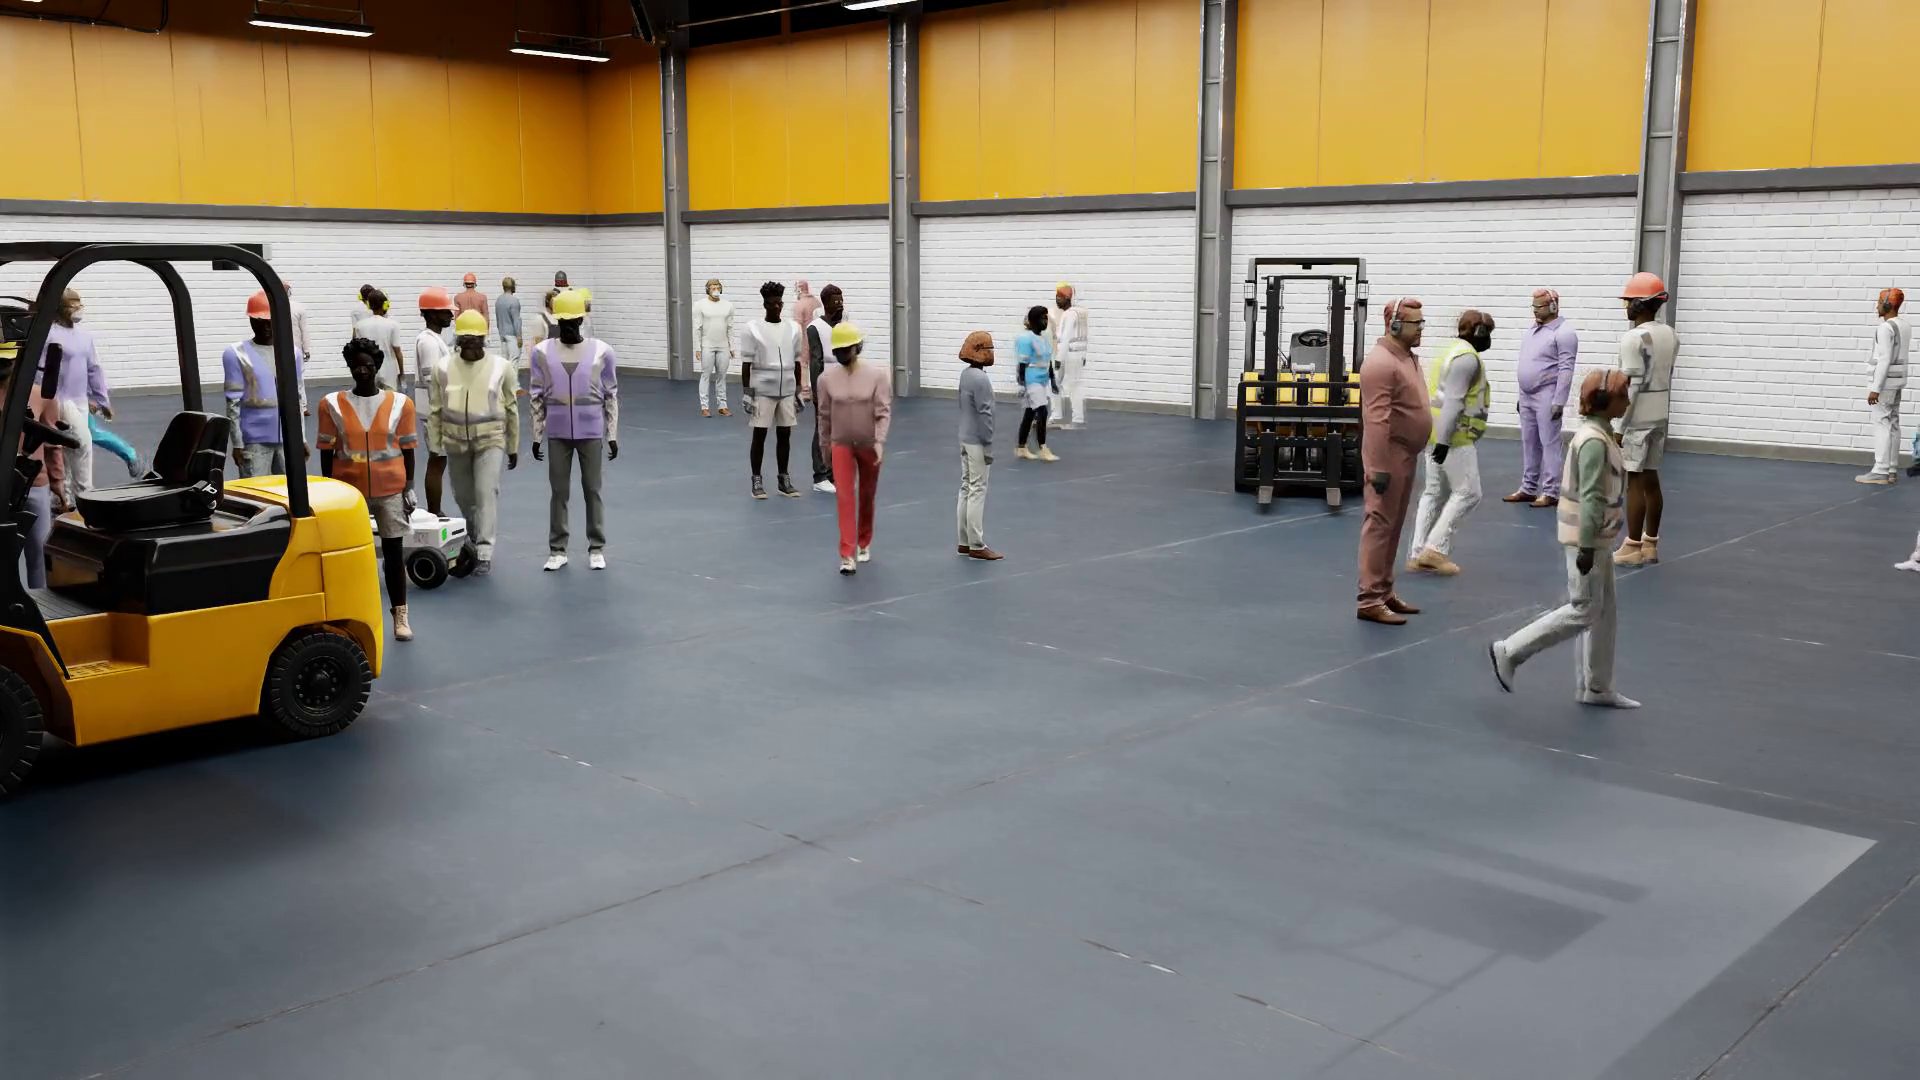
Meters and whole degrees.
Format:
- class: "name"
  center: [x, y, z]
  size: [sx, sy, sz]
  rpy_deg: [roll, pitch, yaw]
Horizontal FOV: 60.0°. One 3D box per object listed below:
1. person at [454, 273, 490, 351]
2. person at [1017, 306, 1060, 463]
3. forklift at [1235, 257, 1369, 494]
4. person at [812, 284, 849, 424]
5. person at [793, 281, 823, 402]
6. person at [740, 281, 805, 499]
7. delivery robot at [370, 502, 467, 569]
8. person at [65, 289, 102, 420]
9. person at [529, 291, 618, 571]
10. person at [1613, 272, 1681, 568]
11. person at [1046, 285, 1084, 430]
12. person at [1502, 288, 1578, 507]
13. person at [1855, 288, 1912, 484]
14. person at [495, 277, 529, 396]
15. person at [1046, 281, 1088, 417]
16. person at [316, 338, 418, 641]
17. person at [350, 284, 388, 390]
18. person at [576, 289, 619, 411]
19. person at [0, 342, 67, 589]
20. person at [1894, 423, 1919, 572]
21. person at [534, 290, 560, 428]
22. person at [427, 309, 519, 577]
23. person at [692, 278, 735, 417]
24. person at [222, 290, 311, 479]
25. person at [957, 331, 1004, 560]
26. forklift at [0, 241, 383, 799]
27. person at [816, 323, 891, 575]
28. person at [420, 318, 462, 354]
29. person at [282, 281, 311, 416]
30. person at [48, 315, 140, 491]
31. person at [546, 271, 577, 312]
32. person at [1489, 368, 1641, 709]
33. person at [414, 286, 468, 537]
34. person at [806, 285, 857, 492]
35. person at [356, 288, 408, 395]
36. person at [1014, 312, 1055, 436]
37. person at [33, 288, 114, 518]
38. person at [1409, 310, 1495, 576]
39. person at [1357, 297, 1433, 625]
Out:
- class: "person"
  center: [-8.819, -3.823, 30.088]
  size: [0.612, 1.997, 0.375]
  rpy_deg: [-2, 9, -10]
- class: "person"
  center: [0.887, -1.668, 17.842]
  size: [0.693, 1.669, 0.544]
  rpy_deg: [4, 10, 24]
- class: "forklift"
  center: [3.309, -1.629, 16.029]
  size: [1.214, 2.155, 2.313]
  rpy_deg: [2, 9, 11]
- class: "person"
  center: [-1.733, -2.472, 22.186]
  size: [0.512, 1.874, 0.328]
  rpy_deg: [0, 9, -2]
- class: "person"
  center: [-2.335, -3.099, 25.999]
  size: [0.514, 1.885, 0.765]
  rpy_deg: [5, 11, 30]
- class: "person"
  center: [-1.686, -1.353, 15.036]
  size: [0.613, 1.963, 0.362]
  rpy_deg: [-5, 11, -30]
- class: "delivery robot"
  center: [-3.641, -0.034, 10.976]
  size: [0.707, 0.478, 0.477]
  rpy_deg: [2, 9, 10]
- class: "person"
  center: [-11.794, -2.426, 22.125]
  size: [0.940, 1.793, 0.648]
  rpy_deg: [2, 9, 9]
- class: "person"
  center: [-2.647, -0.742, 11.414]
  size: [0.594, 1.922, 0.385]
  rpy_deg: [-1, 9, -6]
- class: "person"
  center: [4.716, -0.829, 11.583]
  size: [0.605, 2.045, 0.378]
  rpy_deg: [-8, 12, -40]
- class: "person"
  center: [1.294, -2.329, 21.369]
  size: [0.706, 1.857, 0.568]
  rpy_deg: [-1, 9, -7]
- class: "person"
  center: [5.073, -1.241, 14.544]
  size: [0.410, 1.904, 0.640]
  rpy_deg: [-3, 10, -17]
- class: "person"
  center: [8.950, -1.481, 16.072]
  size: [0.583, 1.882, 0.338]
  rpy_deg: [-8, 12, -42]
- class: "person"
  center: [-7.348, -3.326, 27.219]
  size: [0.630, 1.940, 0.371]
  rpy_deg: [9, 13, 43]
- class: "person"
  center: [1.432, -2.538, 22.490]
  size: [0.588, 1.909, 0.445]
  rpy_deg: [1, 9, 8]
- class: "person"
  center: [-3.269, -0.269, 9.213]
  size: [0.535, 1.697, 0.318]
  rpy_deg: [-3, 10, -20]
- class: "person"
  center: [-8.053, -2.559, 22.742]
  size: [0.534, 1.864, 0.310]
  rpy_deg: [-5, 11, -29]
- class: "person"
  center: [-5.483, -2.759, 24.225]
  size: [0.924, 1.786, 0.601]
  rpy_deg: [3, 10, 16]
- class: "person"
  center: [-5.185, -0.285, 9.112]
  size: [0.523, 1.763, 0.329]
  rpy_deg: [-7, 12, -38]
- class: "person"
  center: [6.623, -0.528, 11.060]
  size: [0.521, 1.613, 0.732]
  rpy_deg: [-5, 10, -27]
- class: "person"
  center: [-5.187, -2.307, 21.412]
  size: [0.963, 1.793, 0.533]
  rpy_deg: [6, 11, 33]
- class: "person"
  center: [-3.354, -0.689, 11.505]
  size: [0.610, 1.801, 0.844]
  rpy_deg: [0, 9, -3]
- class: "person"
  center: [-3.436, -2.688, 23.306]
  size: [0.630, 1.940, 0.372]
  rpy_deg: [-6, 11, -32]
- class: "person"
  center: [-4.590, -0.692, 11.081]
  size: [0.376, 1.934, 0.547]
  rpy_deg: [7, 12, 38]
- class: "person"
  center: [0.132, -0.675, 11.896]
  size: [0.280, 1.634, 0.498]
  rpy_deg: [-3, 10, -17]
- class: "forklift"
  center: [-3.706, -0.171, 7.093]
  size: [1.214, 2.155, 2.313]
  rpy_deg: [9, 13, 43]
- class: "person"
  center: [-0.730, -0.639, 11.452]
  size: [0.517, 1.703, 0.929]
  rpy_deg: [0, 9, 0]
- class: "person"
  center: [-6.131, -2.005, 19.716]
  size: [0.487, 1.744, 0.313]
  rpy_deg: [-4, 10, -24]
- class: "person"
  center: [-9.419, -2.665, 23.262]
  size: [0.641, 1.908, 0.407]
  rpy_deg: [-2, 10, -13]
- class: "person"
  center: [-8.315, -1.379, 15.744]
  size: [0.596, 1.797, 0.891]
  rpy_deg: [5, 10, 27]
- class: "person"
  center: [-7.623, -4.133, 31.852]
  size: [0.678, 2.000, 0.537]
  rpy_deg: [-5, 11, -30]
- class: "person"
  center: [2.887, -0.001, 7.819]
  size: [0.616, 1.621, 0.520]
  rpy_deg: [4, 10, 23]
- class: "person"
  center: [-4.017, -0.983, 12.854]
  size: [0.358, 1.938, 0.548]
  rpy_deg: [-3, 10, -19]
- class: "person"
  center: [-1.214, -1.412, 15.544]
  size: [0.386, 1.918, 0.596]
  rpy_deg: [5, 10, 27]
- class: "person"
  center: [-6.039, -1.688, 17.402]
  size: [0.529, 1.864, 0.310]
  rpy_deg: [1, 9, 6]
- class: "person"
  center: [0.923, -2.120, 20.877]
  size: [0.494, 1.590, 0.816]
  rpy_deg: [-1, 9, -9]
- class: "person"
  center: [-7.227, -1.102, 13.671]
  size: [0.818, 1.905, 0.666]
  rpy_deg: [1, 9, 5]
- class: "person"
  center: [3.343, -0.654, 11.295]
  size: [0.550, 1.794, 0.659]
  rpy_deg: [1, 9, 3]
- class: "person"
  center: [2.567, -0.468, 9.797]
  size: [0.403, 1.906, 0.651]
  rpy_deg: [5, 11, 28]
